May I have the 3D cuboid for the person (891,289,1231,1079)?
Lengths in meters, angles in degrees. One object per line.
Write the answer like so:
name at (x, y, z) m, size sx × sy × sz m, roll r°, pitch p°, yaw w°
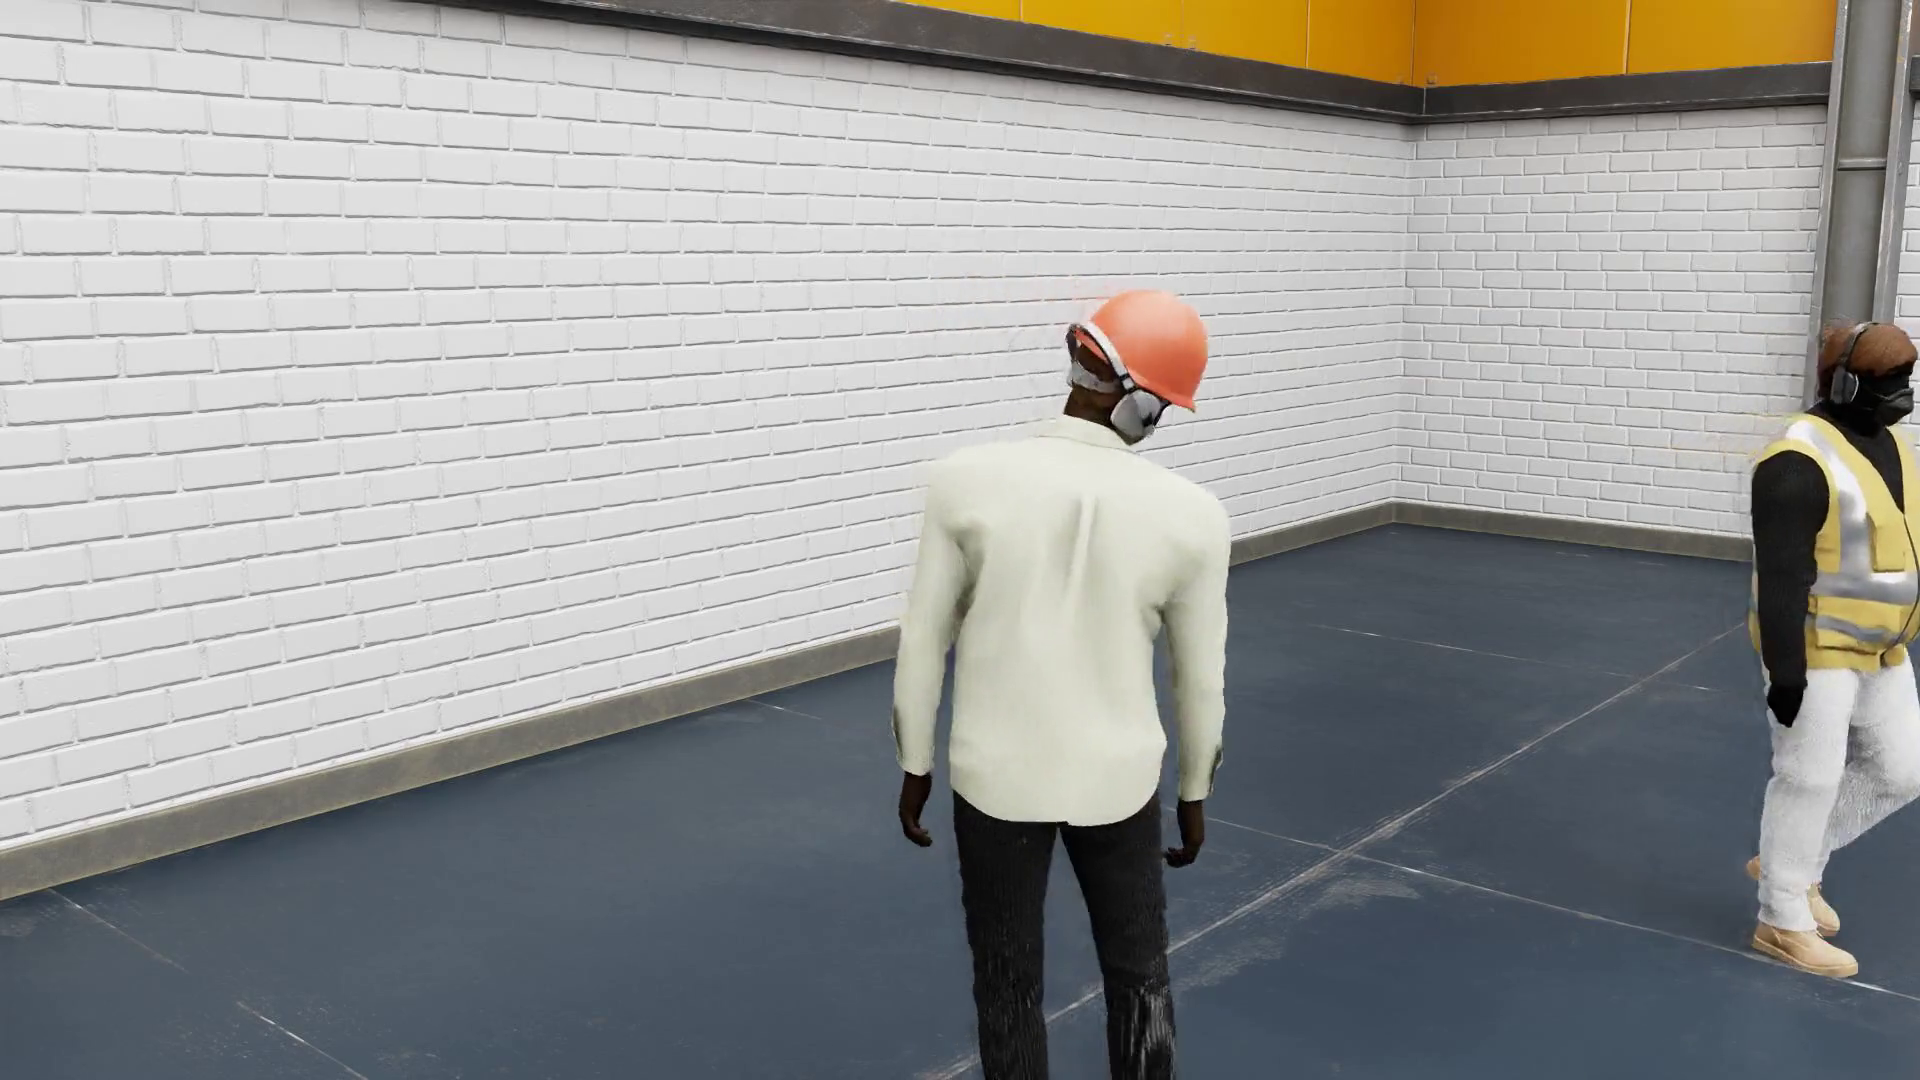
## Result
person at (0.210, 0.495, 3.275) m, size 0.688 × 1.949 × 0.412 m, roll -1°, pitch 10°, yaw -5°

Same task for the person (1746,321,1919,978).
person at (2.440, 0.308, 4.635) m, size 0.657 × 1.825 × 0.450 m, roll -7°, pitch 12°, yaw -34°
